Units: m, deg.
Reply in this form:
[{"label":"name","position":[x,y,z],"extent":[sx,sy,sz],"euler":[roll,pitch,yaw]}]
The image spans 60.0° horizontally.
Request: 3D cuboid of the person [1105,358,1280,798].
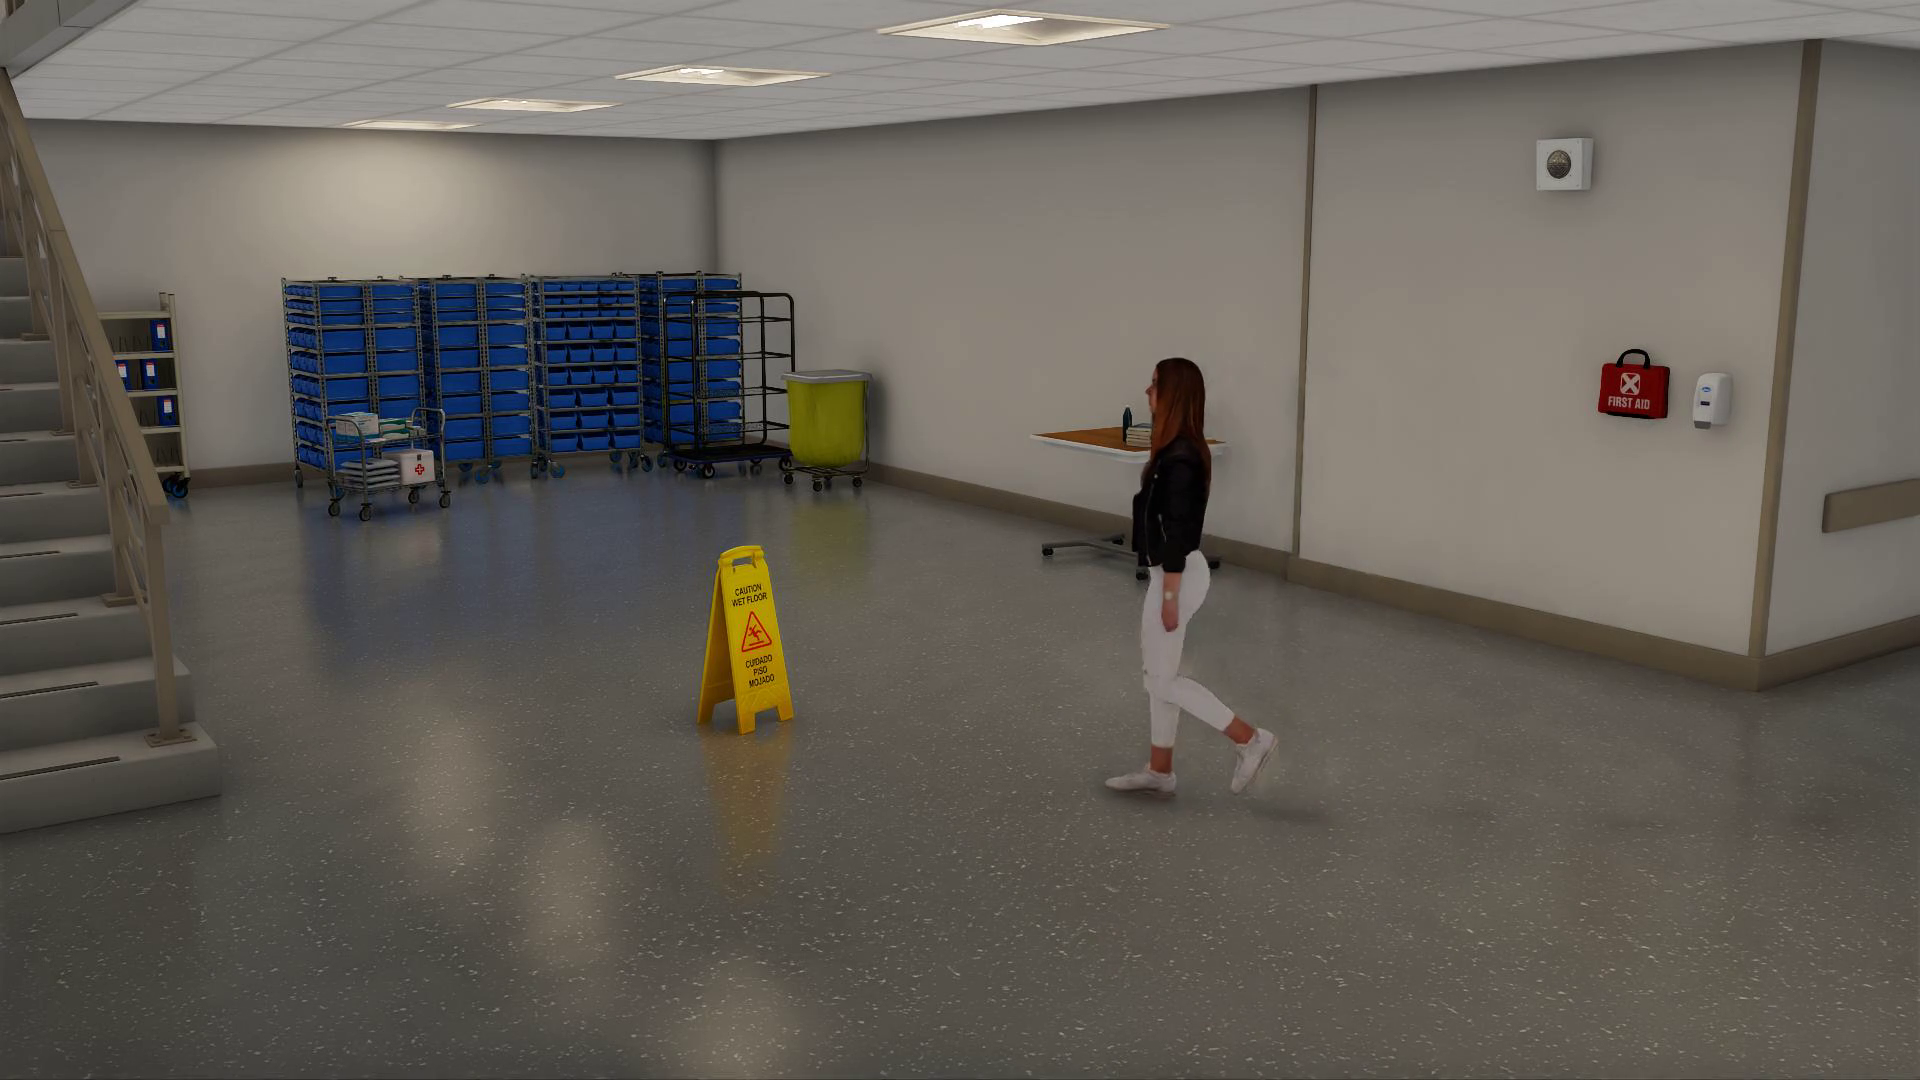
[{"label":"person","position":[0.879,0.175,6.217],"extent":[0.980,1.690,0.906],"euler":[2,11,12]}]
